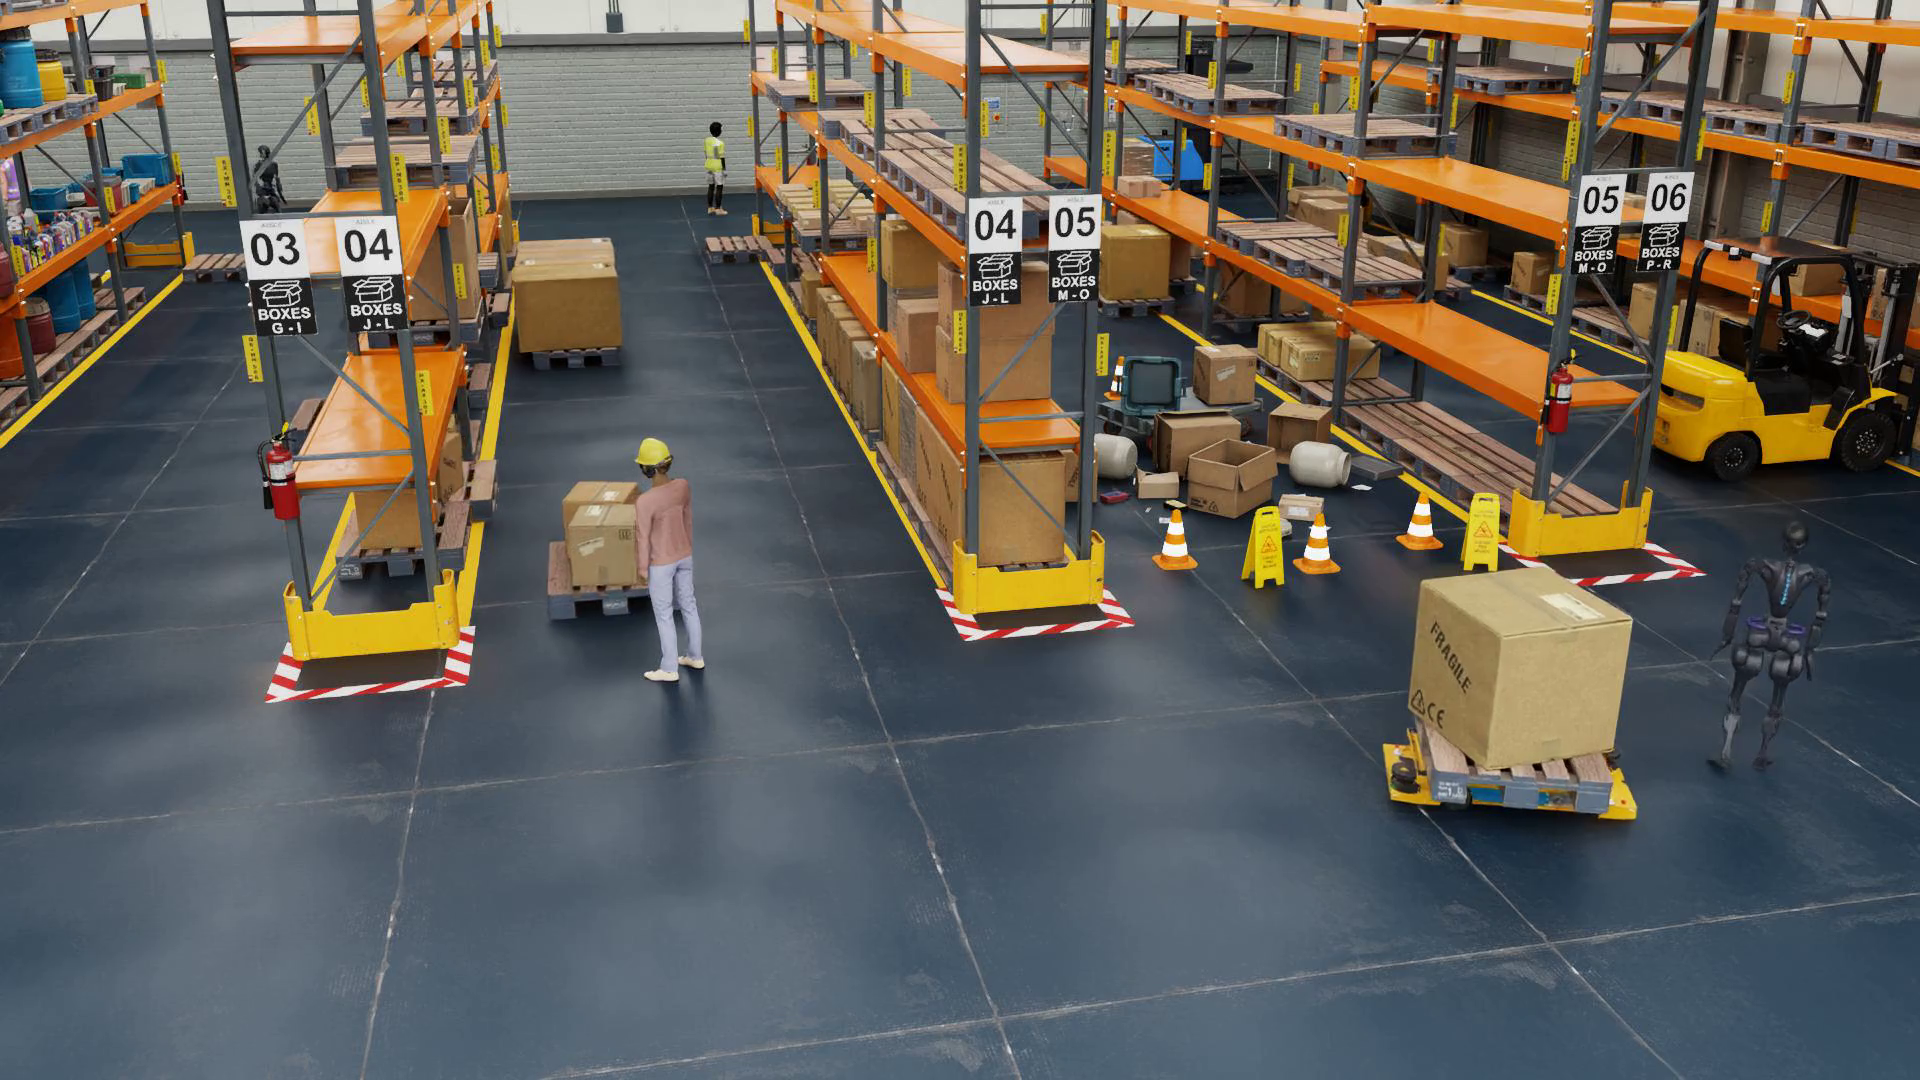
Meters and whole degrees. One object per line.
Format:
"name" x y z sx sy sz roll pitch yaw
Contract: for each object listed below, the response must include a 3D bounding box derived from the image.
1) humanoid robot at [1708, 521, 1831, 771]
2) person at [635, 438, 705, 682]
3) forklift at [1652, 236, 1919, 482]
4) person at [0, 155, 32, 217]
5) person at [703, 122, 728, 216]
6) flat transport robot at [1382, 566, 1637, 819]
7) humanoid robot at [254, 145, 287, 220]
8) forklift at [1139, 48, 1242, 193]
"humanoid robot" 5.029 0.679 10.365 0.610 1.644 0.422 7 22 18
"person" -2.081 0.134 11.705 0.345 1.761 0.523 13 24 32
"forklift" 8.013 -1.814 16.330 2.313 2.155 1.214 -4 21 -12
"person" -15.370 -5.565 27.150 0.347 1.687 0.489 12 24 30
"person" -4.475 -6.797 30.467 0.538 1.686 0.320 17 27 39
"flat transport robot" 3.378 1.453 10.291 1.431 0.231 0.659 3 21 8
"humanoid robot" -11.517 -5.748 27.722 0.792 1.622 0.600 7 21 18
"forklift" 4.566 -8.313 32.860 1.873 2.768 1.129 -4 21 -12
